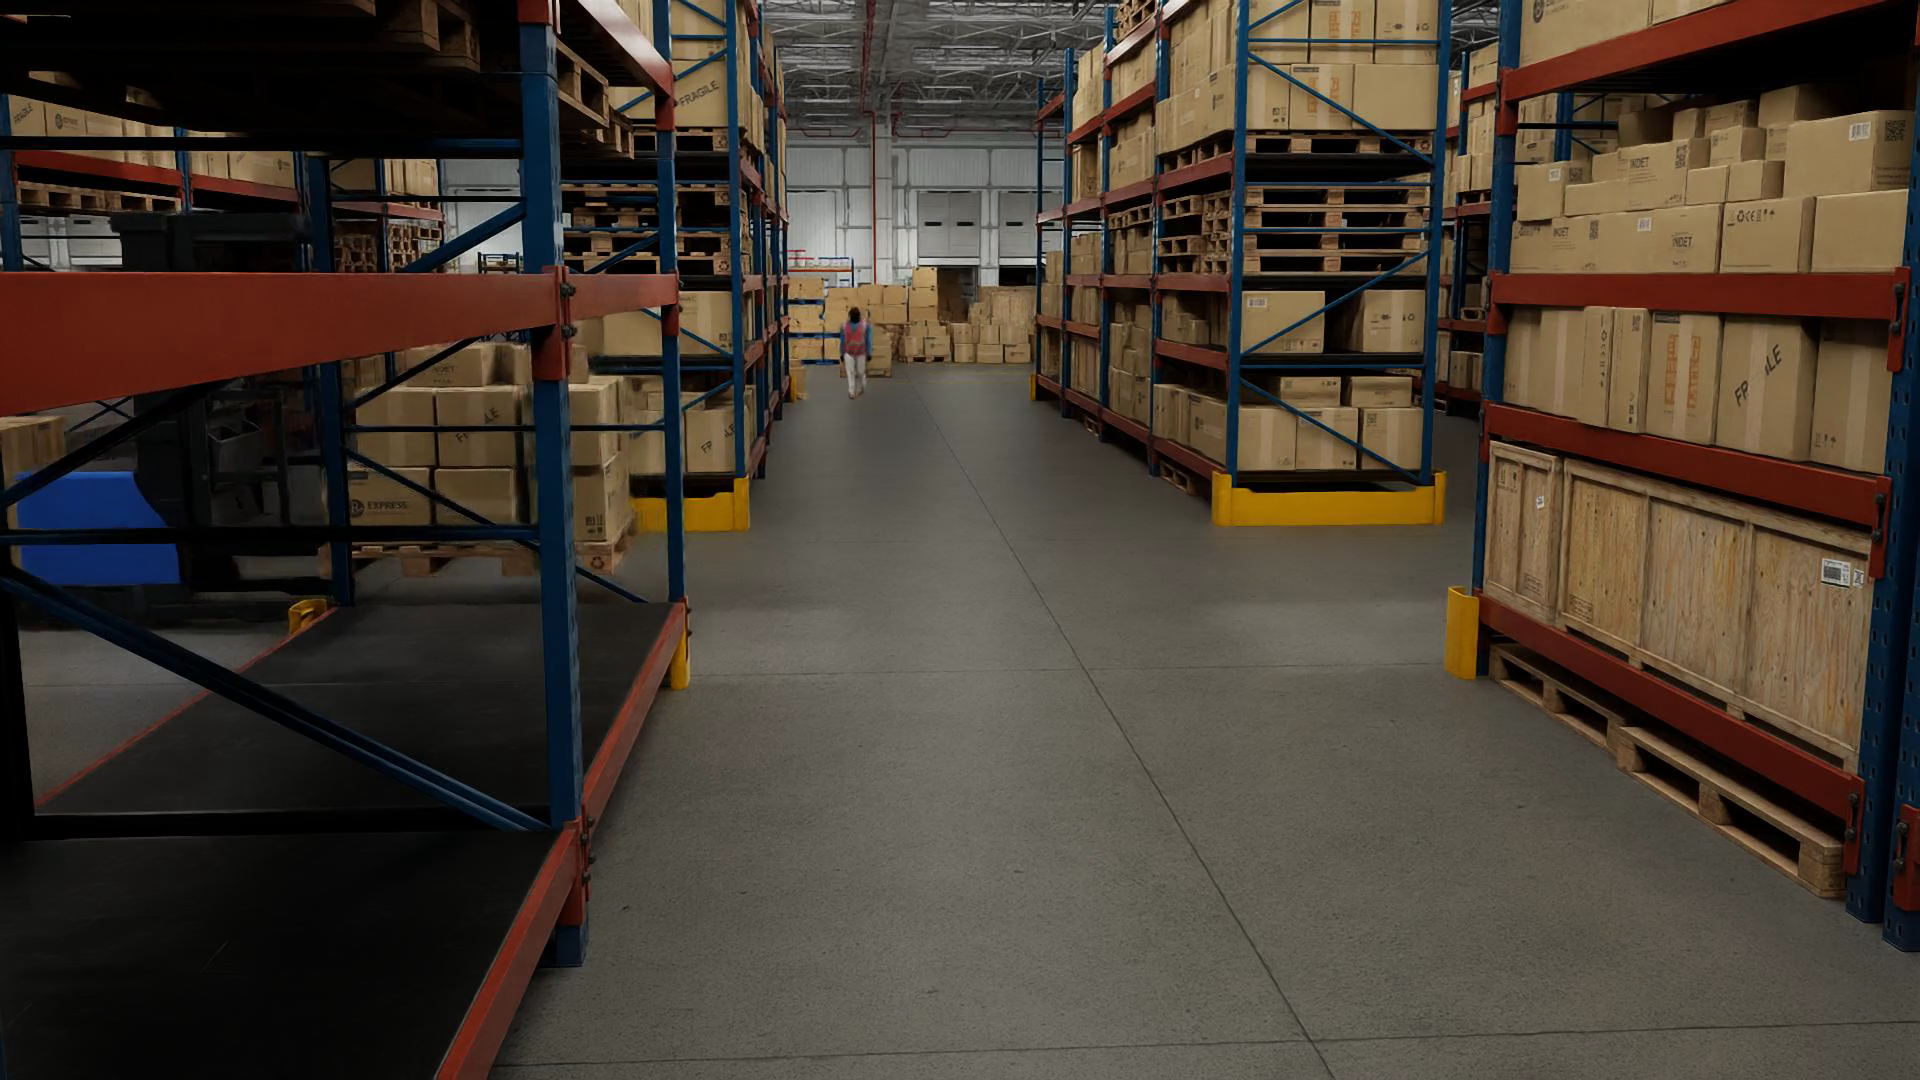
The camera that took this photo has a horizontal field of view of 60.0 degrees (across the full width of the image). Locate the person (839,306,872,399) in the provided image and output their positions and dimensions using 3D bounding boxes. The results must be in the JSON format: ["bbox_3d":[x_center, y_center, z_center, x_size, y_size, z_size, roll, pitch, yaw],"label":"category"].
[{"bbox_3d":[-2.032,-3.669,32.499,0.646,1.819,0.666,1,9,4],"label":"person"}]

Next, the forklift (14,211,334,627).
[{"bbox_3d":[-5.469,-0.871,11.602,1.873,2.768,1.129,-1,9,-5],"label":"forklift"}]
